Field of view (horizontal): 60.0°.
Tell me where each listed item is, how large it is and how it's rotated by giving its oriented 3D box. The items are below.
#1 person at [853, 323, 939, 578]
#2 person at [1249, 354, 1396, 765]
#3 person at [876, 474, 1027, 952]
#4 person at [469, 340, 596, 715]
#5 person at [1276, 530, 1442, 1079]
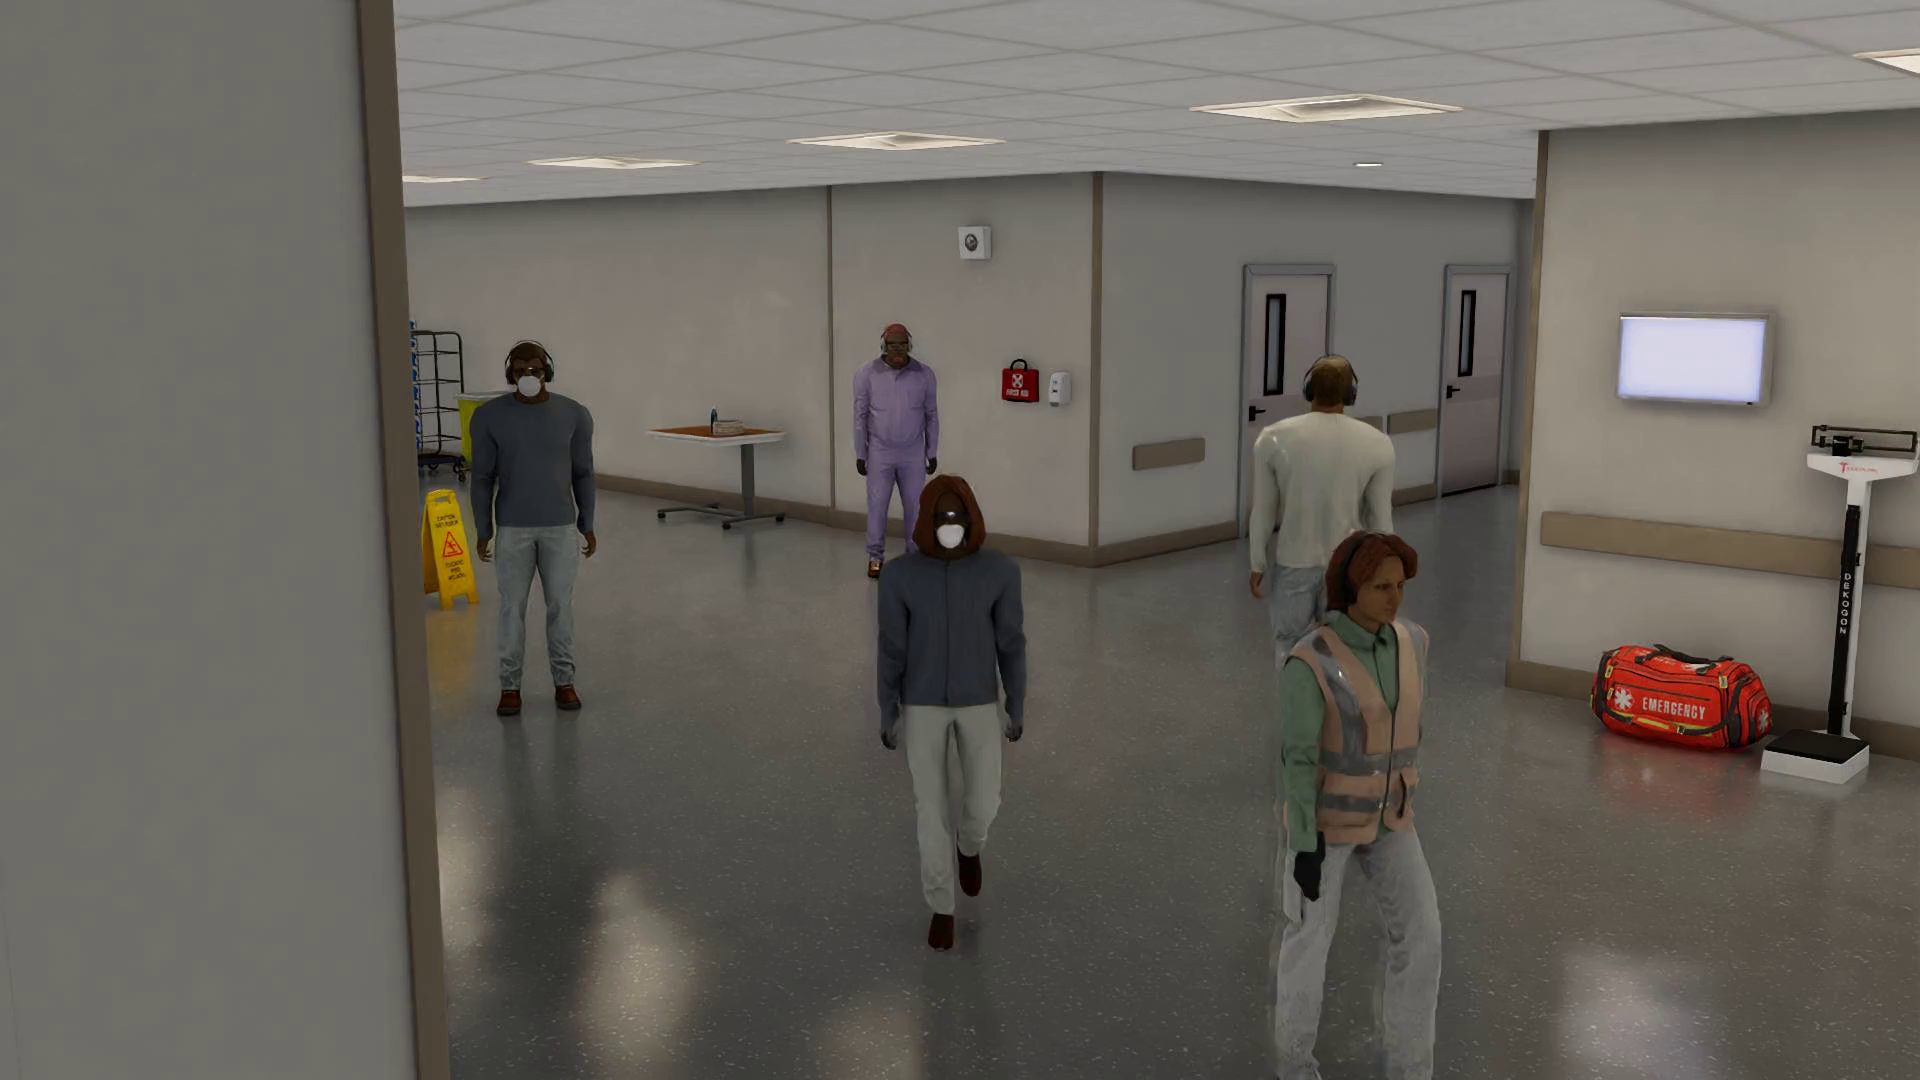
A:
[{"bbox_3d":[-0.474,-0.661,12.410,0.648,1.899,0.397,-2,9,-10],"label":"person"},{"bbox_3d":[1.632,0.123,7.527,0.640,1.918,0.619,2,9,11],"label":"person"},{"bbox_3d":[-0.033,0.566,5.727,0.515,1.619,0.448,0,9,-2],"label":"person"},{"bbox_3d":[-2.199,-0.064,8.618,0.634,1.938,0.355,-3,10,-19],"label":"person"},{"bbox_3d":[1.093,0.788,4.371,0.552,1.613,0.664,-6,11,-31],"label":"person"}]
